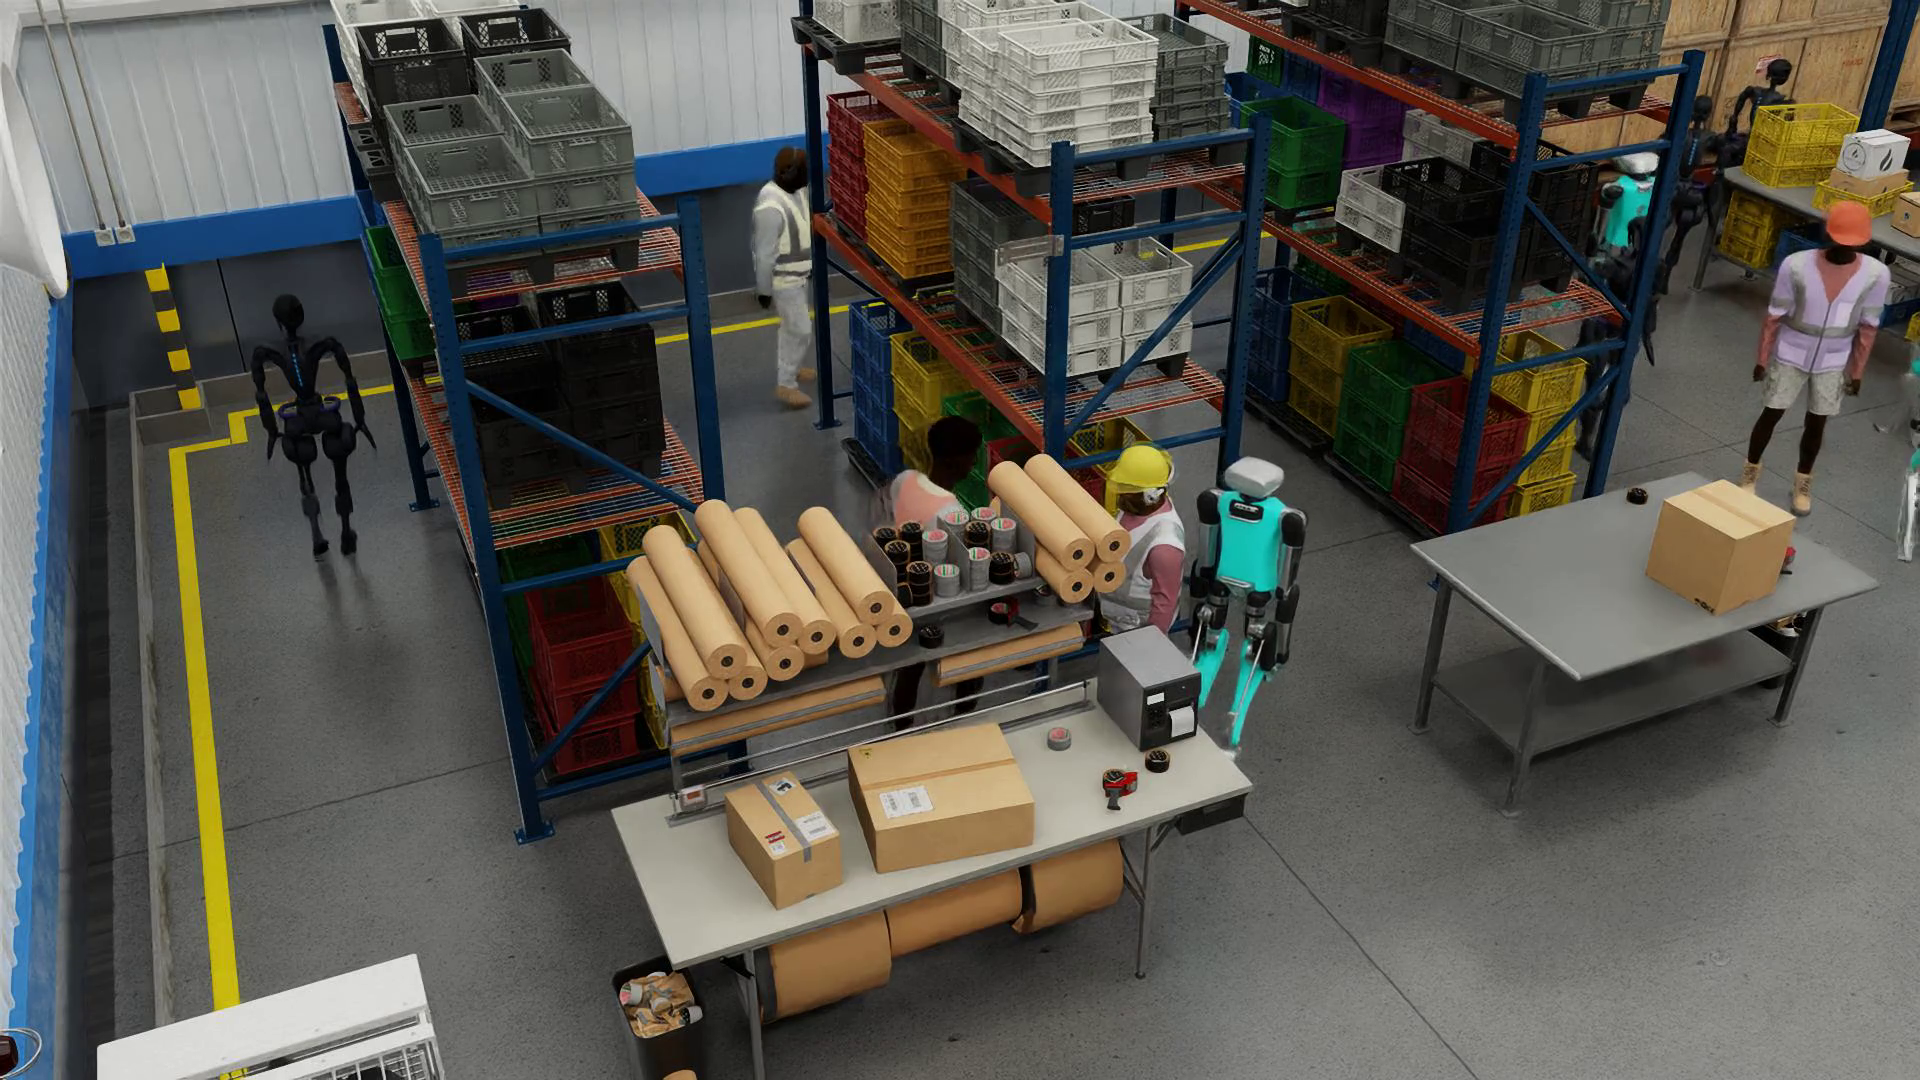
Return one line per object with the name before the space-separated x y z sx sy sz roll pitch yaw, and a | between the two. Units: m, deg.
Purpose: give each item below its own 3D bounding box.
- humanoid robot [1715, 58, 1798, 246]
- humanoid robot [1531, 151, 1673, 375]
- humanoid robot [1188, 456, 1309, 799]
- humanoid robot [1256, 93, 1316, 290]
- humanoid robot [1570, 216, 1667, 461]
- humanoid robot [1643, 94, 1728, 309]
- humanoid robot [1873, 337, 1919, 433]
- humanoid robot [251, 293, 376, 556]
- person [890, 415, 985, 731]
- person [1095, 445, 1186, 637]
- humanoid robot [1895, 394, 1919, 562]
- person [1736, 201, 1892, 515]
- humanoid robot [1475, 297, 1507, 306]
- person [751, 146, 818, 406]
humanoid robot | 6.517 -3.173 13.803 0.618 1.636 0.606 -21 37 -30
humanoid robot | 4.485 -1.970 11.834 0.530 1.801 0.817 -10 33 -16
humanoid robot | 1.178 0.543 7.672 0.566 1.738 0.857 20 37 28
humanoid robot | 2.625 -2.725 12.995 0.585 1.768 0.880 -5 32 -8
humanoid robot | 4.201 -1.336 10.797 0.591 1.640 0.470 -10 33 -16
humanoid robot | 5.591 -2.623 12.918 0.610 1.642 0.680 8 33 13
humanoid robot | 6.513 -1.373 10.898 0.834 1.882 0.569 19 37 28
humanoid robot | -3.742 -0.635 9.658 0.612 1.640 0.412 -10 33 -15
person | -0.067 0.268 7.949 0.675 1.930 0.611 -25 39 -34
person | 0.837 0.350 7.918 0.403 1.824 0.588 -5 32 -8
humanoid robot | 5.908 -0.756 9.845 0.553 1.821 0.890 13 34 21
person | 5.161 -1.089 10.069 0.616 2.030 0.440 11 33 17
humanoid robot | 3.542 -1.767 11.548 0.584 1.642 0.666 -22 38 -31
person | -1.199 -1.829 11.470 0.429 1.807 0.660 4 32 7
